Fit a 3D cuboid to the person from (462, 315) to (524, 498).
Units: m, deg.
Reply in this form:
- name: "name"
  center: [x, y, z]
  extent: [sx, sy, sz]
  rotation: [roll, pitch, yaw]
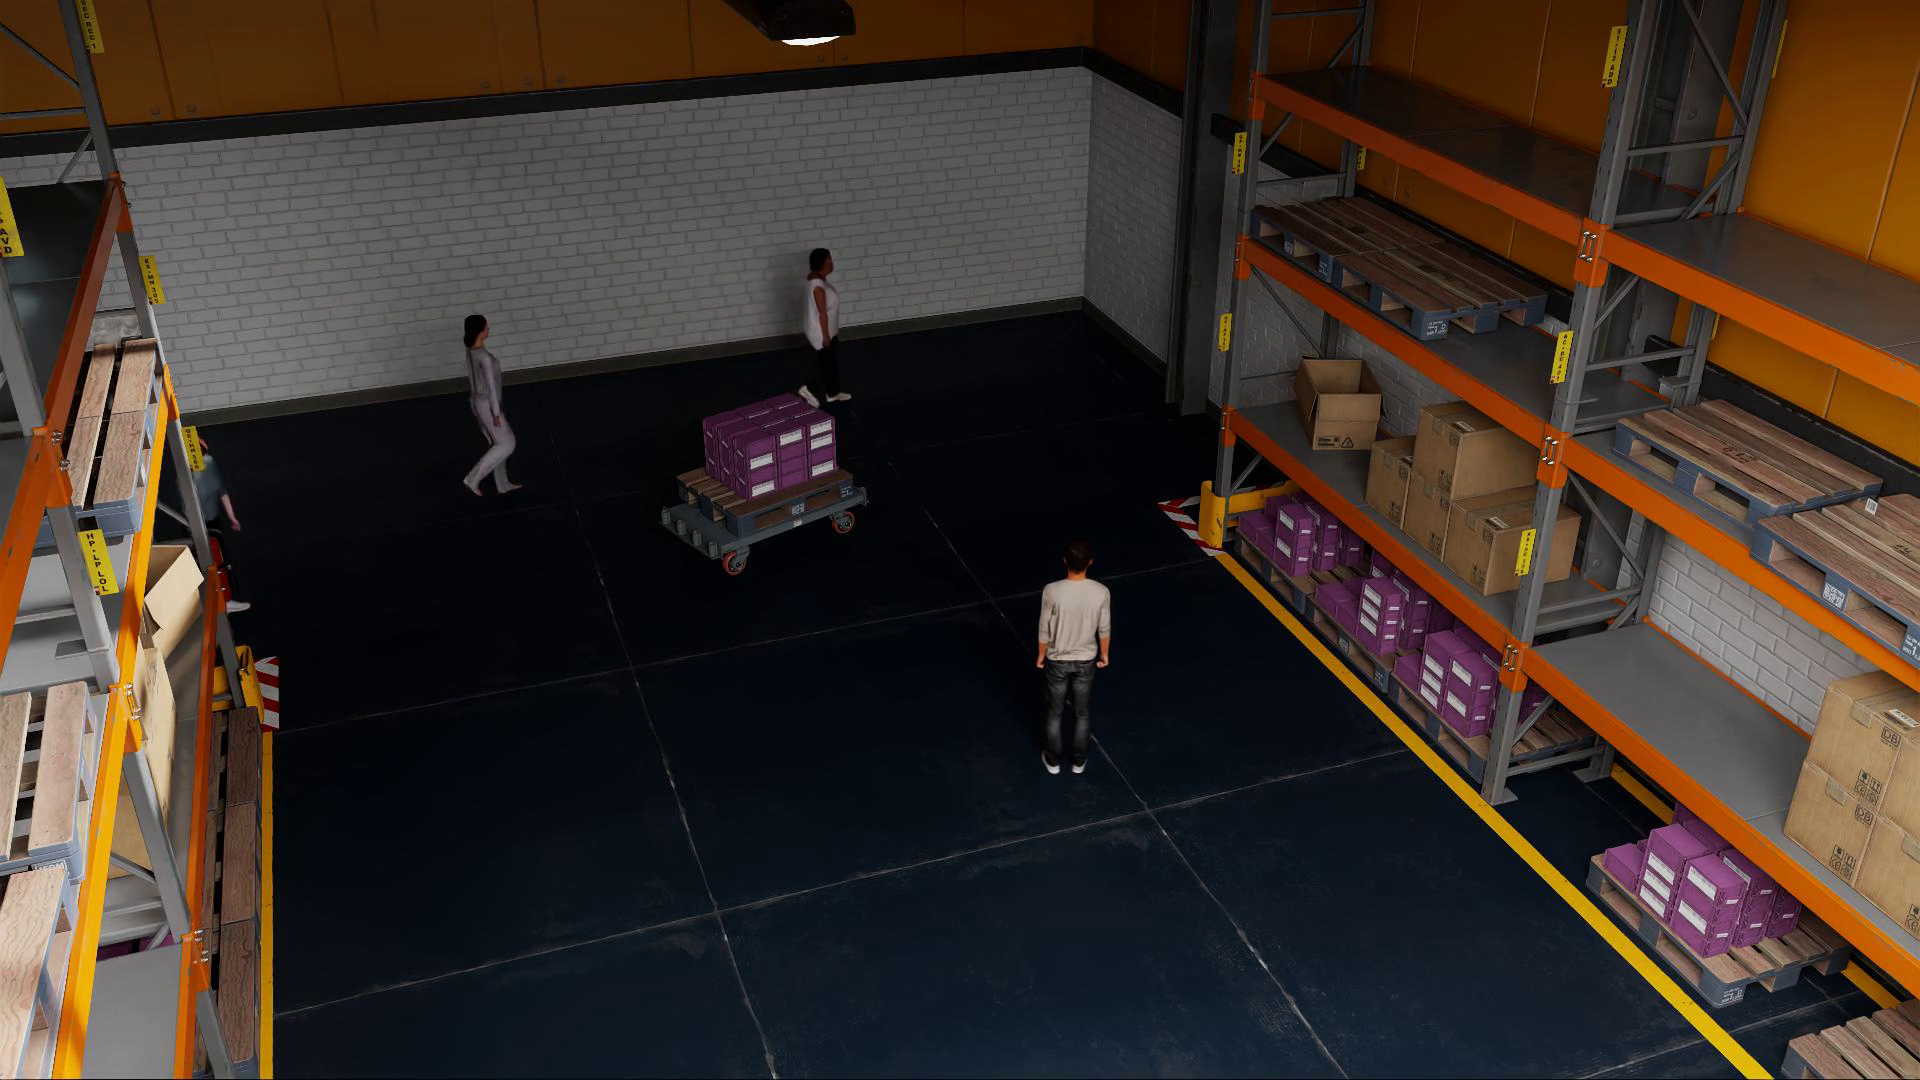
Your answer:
- name: "person"
  center: [-4.349, -1.174, 15.068]
  extent: [0.801, 1.759, 0.831]
  rotation: [-21, 35, -33]

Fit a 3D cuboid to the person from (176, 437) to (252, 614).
- name: "person"
  center: [-5.979, -0.088, 13.119]
  extent: [0.907, 1.719, 0.784]
  rotation: [0, 29, 1]

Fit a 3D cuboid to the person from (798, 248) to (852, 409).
- name: "person"
  center: [-1.417, -2.135, 16.916]
  extent: [0.809, 1.675, 0.786]
  rotation: [-6, 29, -10]

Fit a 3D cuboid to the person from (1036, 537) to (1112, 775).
- name: "person"
  center: [0.764, 0.813, 11.375]
  extent: [0.706, 1.806, 0.638]
  rotation: [-2, 29, -4]
